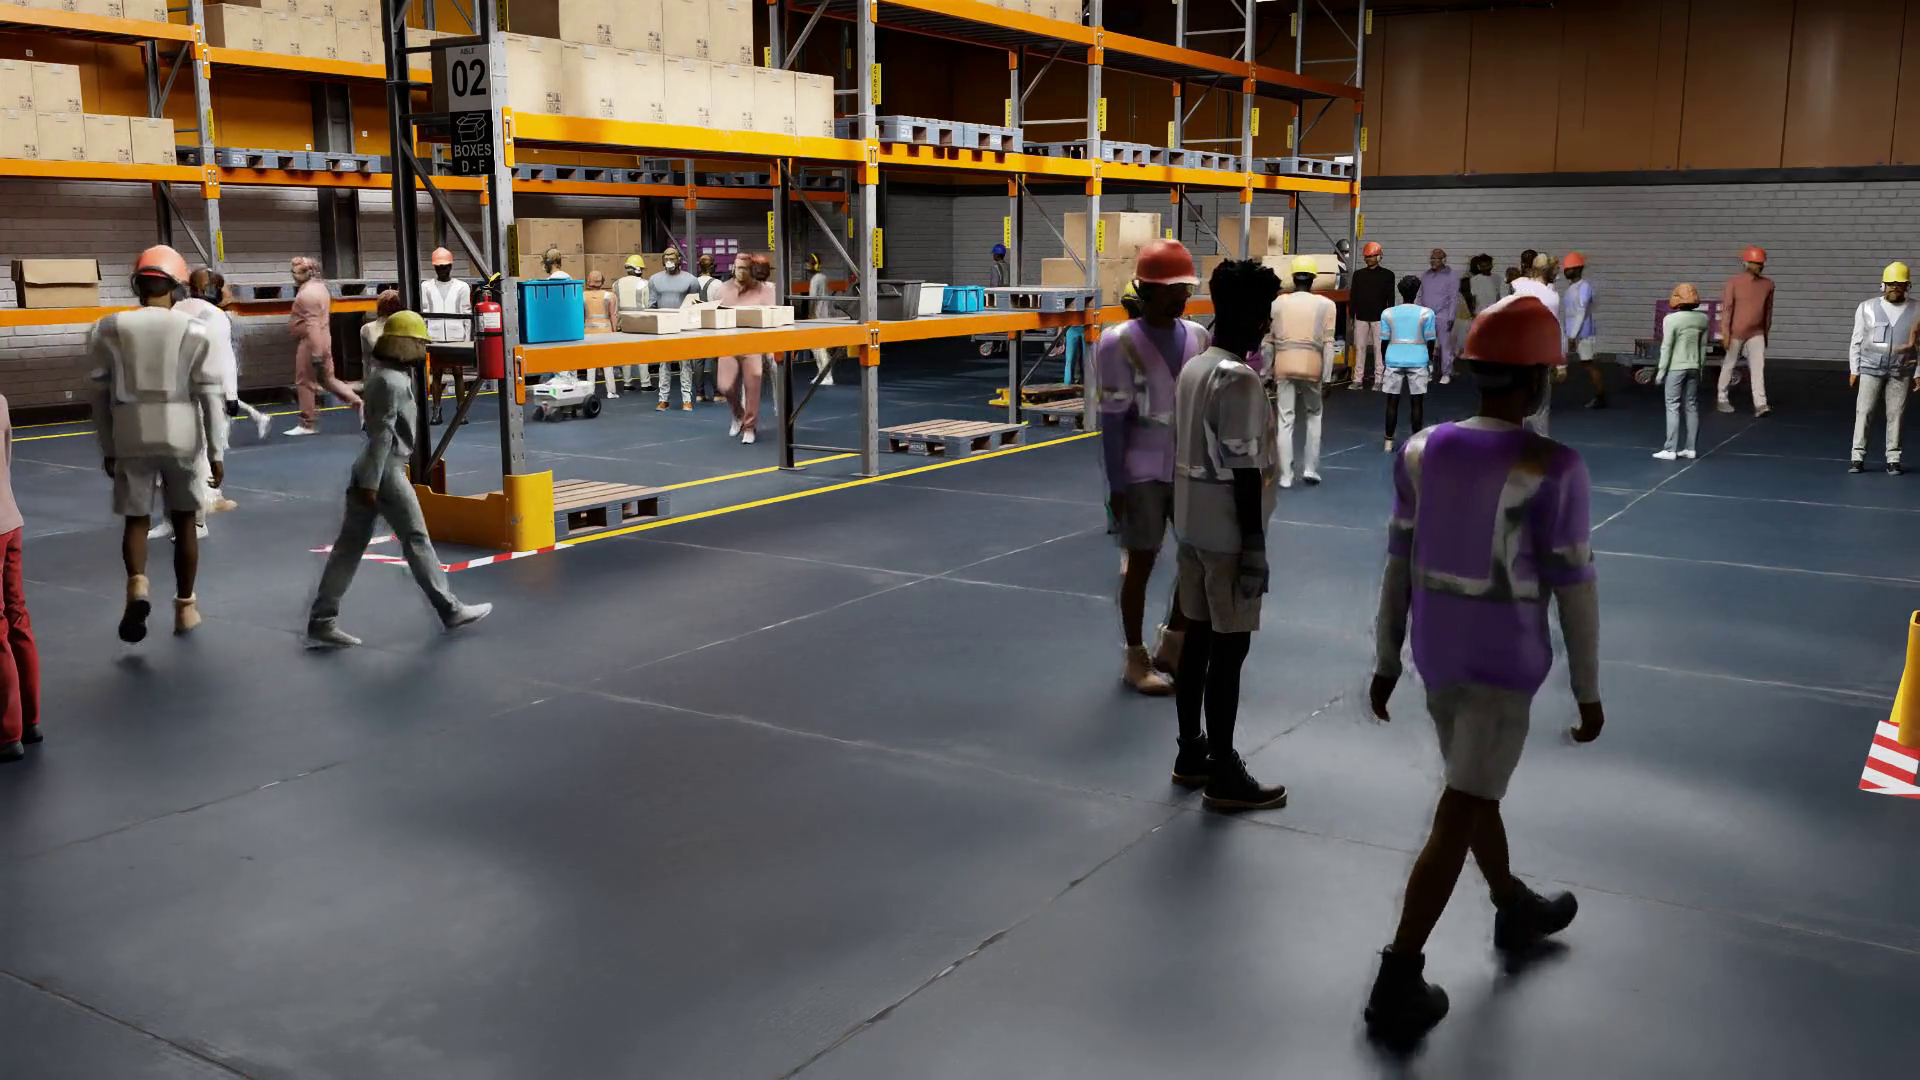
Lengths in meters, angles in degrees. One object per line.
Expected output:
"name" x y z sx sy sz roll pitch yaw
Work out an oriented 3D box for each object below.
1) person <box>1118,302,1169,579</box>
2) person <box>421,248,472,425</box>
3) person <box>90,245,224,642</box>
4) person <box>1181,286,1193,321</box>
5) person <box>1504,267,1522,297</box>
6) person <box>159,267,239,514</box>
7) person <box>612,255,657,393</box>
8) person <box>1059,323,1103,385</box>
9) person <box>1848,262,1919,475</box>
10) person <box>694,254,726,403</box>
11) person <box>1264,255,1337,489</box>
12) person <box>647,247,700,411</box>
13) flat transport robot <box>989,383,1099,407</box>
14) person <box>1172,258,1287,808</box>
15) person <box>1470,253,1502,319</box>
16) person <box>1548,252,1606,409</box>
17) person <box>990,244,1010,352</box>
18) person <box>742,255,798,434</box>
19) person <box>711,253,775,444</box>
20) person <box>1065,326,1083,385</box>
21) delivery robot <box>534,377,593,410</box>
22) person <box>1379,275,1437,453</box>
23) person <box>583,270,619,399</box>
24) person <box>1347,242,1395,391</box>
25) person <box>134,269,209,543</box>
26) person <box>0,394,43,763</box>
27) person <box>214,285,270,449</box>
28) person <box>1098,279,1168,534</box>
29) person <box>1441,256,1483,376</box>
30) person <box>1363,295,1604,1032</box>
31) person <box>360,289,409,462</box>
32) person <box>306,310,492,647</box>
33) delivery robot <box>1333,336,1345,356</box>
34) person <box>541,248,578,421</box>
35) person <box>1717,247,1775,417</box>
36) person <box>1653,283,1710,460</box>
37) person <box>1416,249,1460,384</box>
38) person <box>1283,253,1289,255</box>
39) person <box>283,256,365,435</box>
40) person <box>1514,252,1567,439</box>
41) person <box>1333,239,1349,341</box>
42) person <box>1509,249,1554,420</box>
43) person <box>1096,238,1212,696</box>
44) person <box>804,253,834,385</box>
"person" 1.143 -0.642 10.209 0.533 1.669 0.800 2 10 13
"person" -5.630 -2.218 18.234 0.556 1.935 0.412 -2 11 -13
"person" -4.022 -0.471 8.358 0.620 2.004 0.809 -3 11 -18
"person" 3.472 -3.707 26.922 0.599 1.779 0.940 2 10 11
"person" 8.391 -3.322 25.209 0.539 1.627 0.514 2 10 10
"person" -5.620 -1.093 12.301 0.676 1.820 0.496 5 12 28
"person" -4.300 -2.855 22.057 0.600 1.820 0.404 3 11 19
"person" 1.508 -2.626 20.723 0.565 1.846 0.390 0 10 3
"person" 8.014 -1.475 14.381 0.590 1.833 0.404 5 11 24
"person" -3.135 -2.629 20.737 0.521 1.844 0.331 3 11 17
"person" 2.786 -1.377 13.686 0.589 1.894 0.692 3 11 17
"person" -3.391 -2.492 19.722 0.632 1.940 0.372 0 10 1
"flat transport robot" 1.059 -1.780 20.397 0.652 0.197 1.431 9 13 40
"person" 0.961 -0.023 5.986 0.371 1.959 0.602 -3 11 -14
"person" 7.515 -3.156 23.704 0.549 1.830 0.571 -1 10 -7
"person" 7.327 -2.488 19.893 1.008 1.874 0.556 -1 10 -4
"person" 0.729 -4.393 30.223 0.380 1.951 0.605 6 12 29
"person" -2.072 -2.055 17.534 0.807 1.862 0.543 -6 12 -32
"person" -2.157 -1.911 16.604 0.674 1.893 0.443 1 10 8
"person" 1.559 -2.781 21.355 0.388 1.927 0.589 -10 14 -43
"delivery robot" -4.473 -1.672 18.753 0.477 0.478 0.707 5 11 26
"person" 4.241 -1.661 15.786 0.534 1.698 0.318 4 11 23
"person" -4.596 -2.600 21.158 0.511 1.638 0.308 0 10 2
"person" 5.522 -2.998 22.371 0.625 1.992 0.386 7 12 33
"person" -5.323 -0.913 11.168 0.533 1.868 0.310 5 12 28
"person" -3.824 -0.005 6.443 0.323 1.761 0.523 -2 10 -9
"person" -7.093 -1.692 16.166 0.610 1.617 0.509 -7 12 -35
"person" 1.207 -0.904 11.401 0.533 1.768 0.310 5 12 27
"person" 7.592 -3.305 24.644 0.939 1.792 0.613 10 14 43
"person" 1.395 0.304 4.392 1.014 1.882 0.567 -7 12 -35
"person" -4.496 -1.166 13.227 0.519 1.636 0.312 1 10 3
"person" -2.881 -0.309 8.375 0.965 1.660 0.491 -7 12 -34
"delivery robot" 5.788 -2.860 25.334 0.477 0.478 0.707 6 12 29
"person" -4.503 -2.297 18.656 0.371 1.935 0.627 1 10 4
"person" 9.091 -2.400 19.207 0.642 1.939 1.052 0 10 -2
"person" 6.680 -1.558 15.395 0.506 1.631 0.264 -3 11 -18
"person" 6.704 -3.144 23.457 0.397 1.901 0.645 -9 14 -41
"person" 5.307 -3.784 27.035 0.574 1.884 0.360 -2 11 -13
"person" -6.602 -2.004 17.214 0.829 1.868 0.658 -1 10 -7
"person" 5.219 -1.589 14.789 0.857 1.905 0.662 -1 10 -6
"person" 6.151 -3.809 26.734 0.677 2.000 0.536 -9 14 -42
"person" 6.336 -2.269 18.545 0.600 1.916 0.376 -5 11 -24
"person" 0.899 -0.295 7.307 0.625 2.026 0.508 -5 12 -28
"person" -2.009 -3.068 23.182 0.533 1.837 0.566 2 10 11
